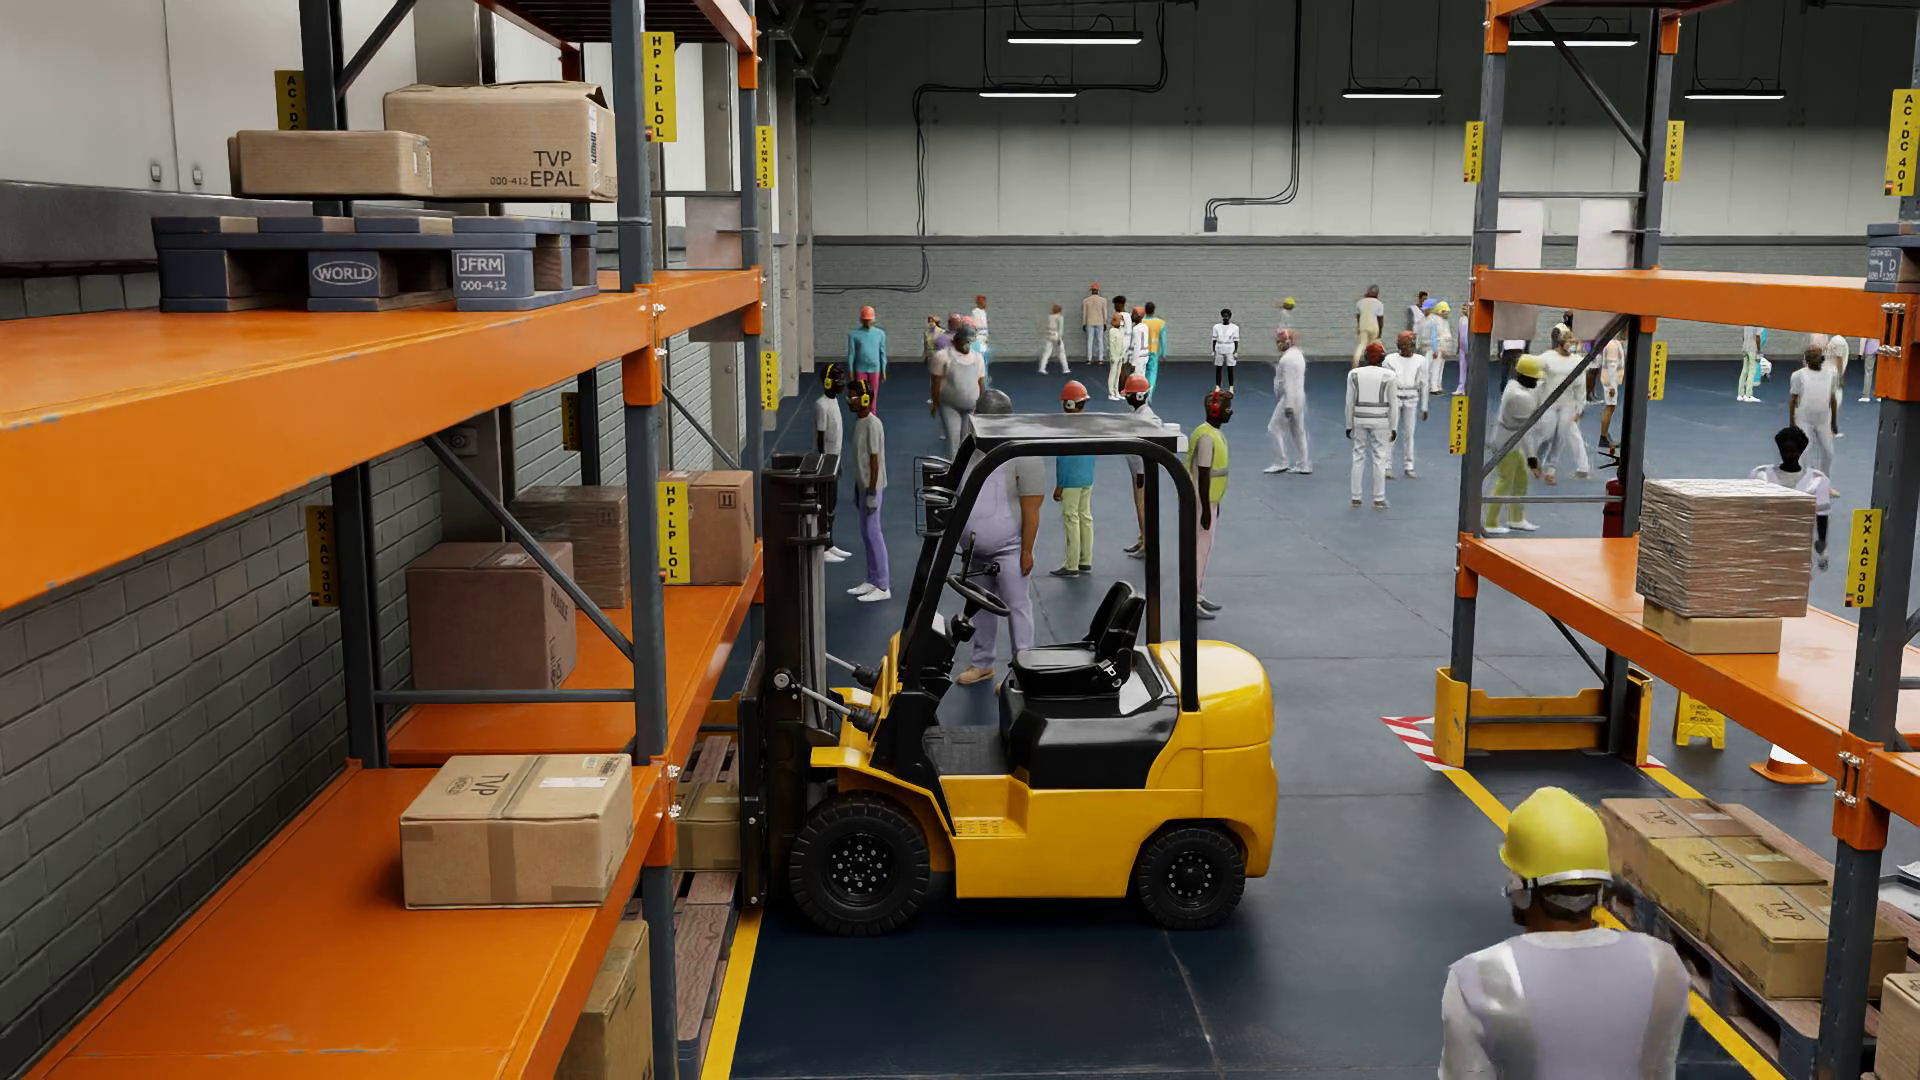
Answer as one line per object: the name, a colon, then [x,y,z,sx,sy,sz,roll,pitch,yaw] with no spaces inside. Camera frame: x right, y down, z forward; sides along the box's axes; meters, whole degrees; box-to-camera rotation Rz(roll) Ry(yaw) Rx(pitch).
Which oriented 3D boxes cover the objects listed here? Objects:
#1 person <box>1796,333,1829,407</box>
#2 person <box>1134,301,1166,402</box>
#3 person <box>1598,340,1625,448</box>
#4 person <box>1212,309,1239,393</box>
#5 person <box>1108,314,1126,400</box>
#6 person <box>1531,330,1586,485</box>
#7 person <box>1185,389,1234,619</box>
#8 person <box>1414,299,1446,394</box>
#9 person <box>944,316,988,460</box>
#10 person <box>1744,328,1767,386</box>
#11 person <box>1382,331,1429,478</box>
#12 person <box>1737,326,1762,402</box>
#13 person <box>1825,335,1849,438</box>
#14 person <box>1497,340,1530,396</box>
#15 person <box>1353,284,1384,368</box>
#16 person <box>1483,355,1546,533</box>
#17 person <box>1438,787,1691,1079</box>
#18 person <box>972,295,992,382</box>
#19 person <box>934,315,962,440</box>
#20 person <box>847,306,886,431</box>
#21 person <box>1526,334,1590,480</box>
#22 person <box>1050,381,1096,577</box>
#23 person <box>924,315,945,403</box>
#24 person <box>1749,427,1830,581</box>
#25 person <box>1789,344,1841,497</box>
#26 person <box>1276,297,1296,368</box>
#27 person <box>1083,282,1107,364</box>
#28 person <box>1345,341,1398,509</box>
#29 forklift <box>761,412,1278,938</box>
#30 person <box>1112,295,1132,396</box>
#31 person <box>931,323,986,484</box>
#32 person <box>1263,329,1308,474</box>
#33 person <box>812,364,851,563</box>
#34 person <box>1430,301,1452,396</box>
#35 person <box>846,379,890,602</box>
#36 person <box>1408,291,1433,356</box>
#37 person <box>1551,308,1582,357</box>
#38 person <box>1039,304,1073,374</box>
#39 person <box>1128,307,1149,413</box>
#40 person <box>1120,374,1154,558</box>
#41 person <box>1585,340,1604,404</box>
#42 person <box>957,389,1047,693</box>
person: [14.710,-3.005,28.619,0.543,1.743,0.566,10,14,44]
person: [3.516,-3.484,30.898,0.594,1.892,0.853,2,10,12]
person: [9.521,-2.299,24.198,0.383,1.926,0.550,4,11,21]
person: [5.177,-3.668,32.481,0.529,1.689,0.321,4,11,21]
person: [2.972,-3.463,31.488,0.285,1.633,0.498,6,12,29]
person: [7.343,-1.623,20.441,0.663,1.919,0.433,-1,10,-5]
person: [1.961,-0.292,13.289,0.407,1.831,0.579,3,11,15]
person: [9.051,-3.726,32.281,1.095,1.863,0.652,-5,11,-27]
person: [0.109,-2.013,22.417,0.615,2.003,1.021,-4,11,-19]
person: [16.564,-4.115,34.574,0.350,1.835,0.519,6,12,31]
person: [5.587,-1.689,20.969,0.649,1.874,0.523,1,10,8]
person: [14.854,-3.522,31.189,0.327,1.863,0.511,-1,10,-8]
person: [13.423,-2.485,25.496,0.365,1.831,0.508,3,11,18]
person: [10.588,-3.649,31.846,0.611,1.868,0.972,2,10,10]
person: [9.458,-4.903,38.375,0.687,2.000,0.759,9,13,40]
person: [5.679,-0.958,16.895,0.666,1.864,0.679,3,10,14]
person: [1.344,1.442,3.740,0.599,1.796,0.921,-1,10,-6]
person: [0.431,-4.350,35.844,0.668,1.854,0.661,4,11,21]
person: [-0.079,-2.442,25.073,0.646,1.900,0.399,6,12,30]
person: [-1.457,-2.662,26.057,0.621,1.986,0.411,-3,11,-18]
person: [7.595,-1.694,21.052,0.956,1.832,0.589,7,12,35]
person: [1.019,-0.548,14.904,0.320,1.755,0.563,7,12,35]
person: [-0.452,-3.351,30.876,0.519,1.633,0.312,8,13,38]
person: [5.891,0.030,11.870,0.574,1.693,0.329,5,11,26]
person: [10.004,-1.385,19.436,0.666,1.813,0.456,2,10,9]
person: [7.488,-4.722,38.233,0.432,1.714,0.512,4,11,22]
person: [3.296,-5.288,40.644,0.610,1.995,0.375,0,10,2]
person: [4.616,-1.288,18.668,0.584,1.882,0.337,5,11,27]
forklift: [0.291,0.548,7.580,2.313,2.155,1.214,0,10,-2]
person: [3.151,-3.785,32.416,0.463,1.940,0.640,5,11,26]
person: [0.049,-1.698,20.521,0.697,2.000,0.973,-5,11,-26]
person: [4.166,-1.769,21.364,0.697,1.871,0.715,4,11,23]
person: [-1.215,-0.720,15.584,0.322,1.862,0.509,2,10,9]
person: [9.334,-3.709,32.305,0.404,1.832,0.597,7,12,32]
person: [-0.780,-0.417,13.908,0.328,1.861,0.505,-3,11,-18]
person: [10.234,-4.603,37.129,0.593,1.898,0.755,-2,10,-10]
person: [10.488,-3.068,28.708,0.627,1.844,0.429,-5,11,-26]
person: [2.142,-4.545,37.638,0.881,1.592,0.527,-8,13,-37]
person: [3.043,-3.045,28.460,0.344,1.881,0.585,4,11,21]
person: [1.689,-0.703,15.805,0.355,1.744,0.564,0,10,0]
person: [11.819,-3.517,30.859,0.366,1.966,0.603,7,12,33]
person: [0.222,-0.002,11.069,0.535,2.000,0.685,-10,14,-43]
